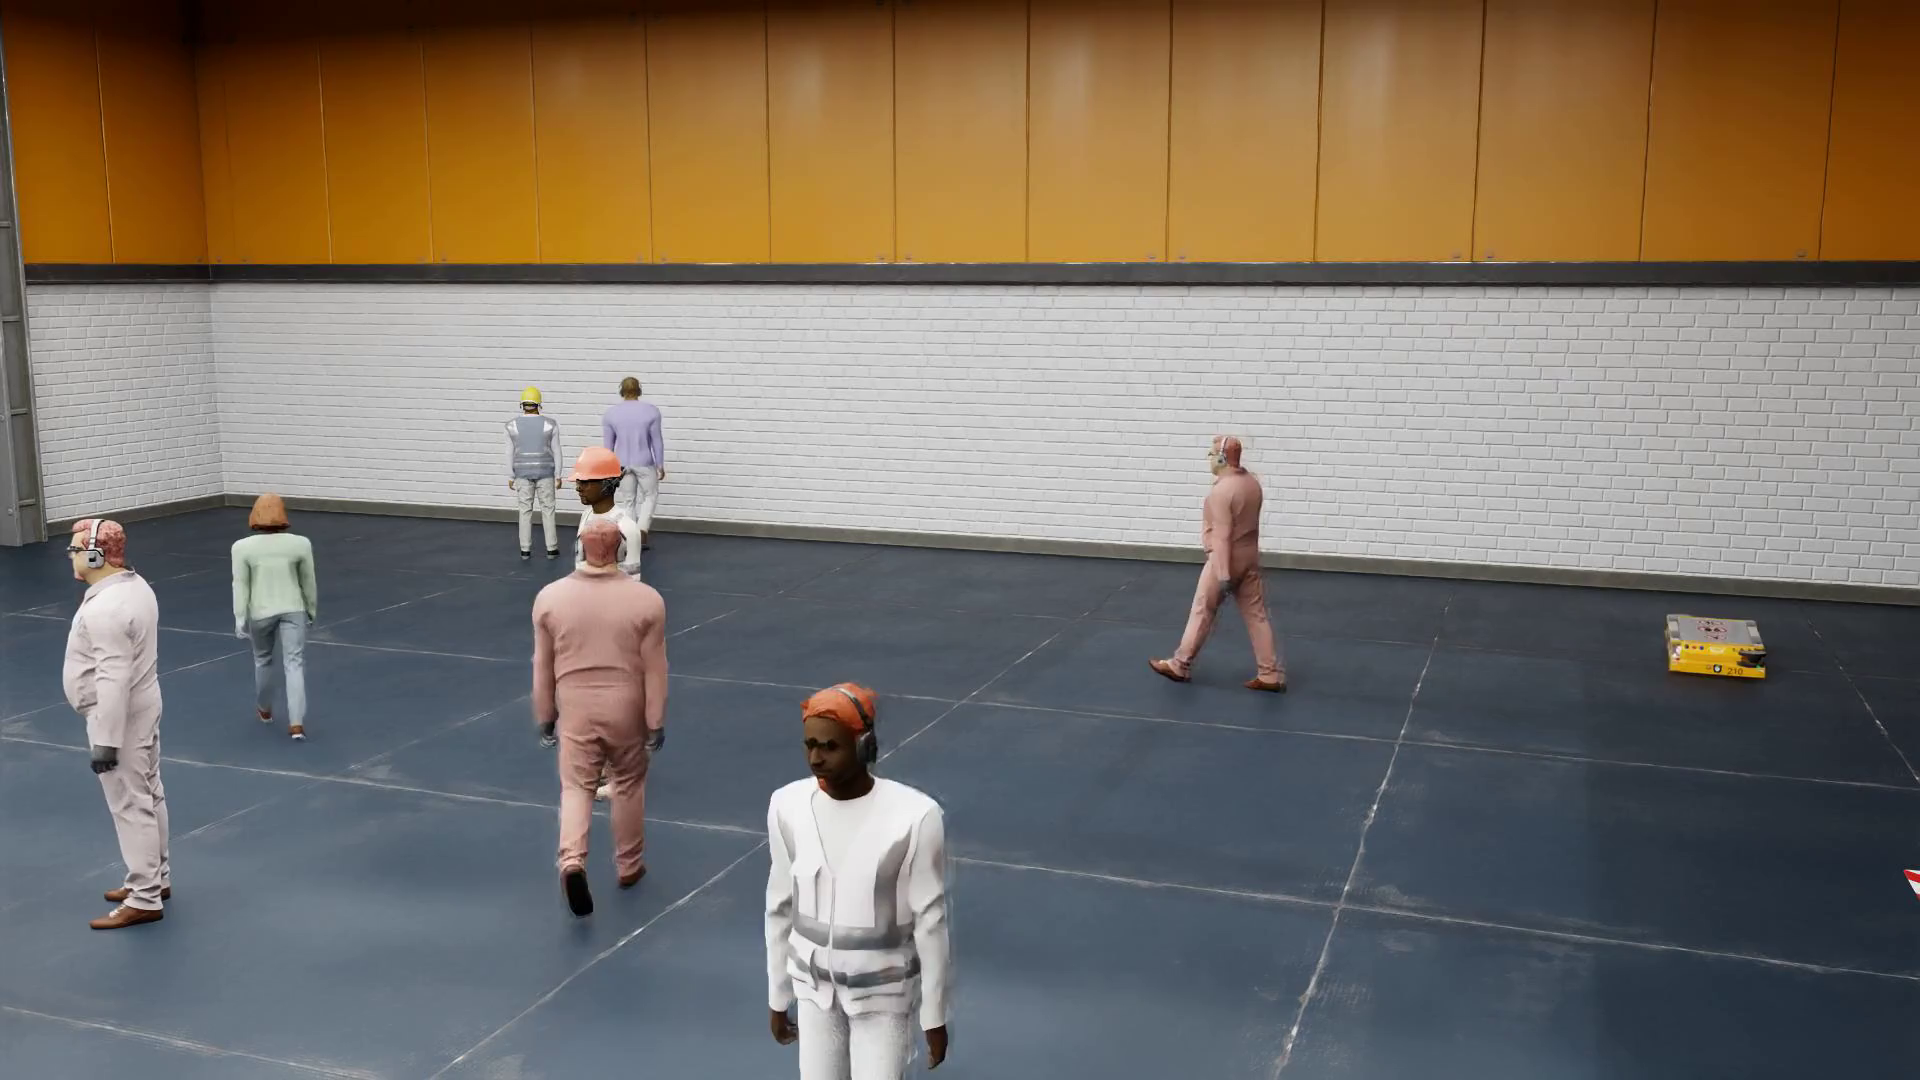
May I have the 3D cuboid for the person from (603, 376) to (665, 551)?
[{"bbox_3d":[-3.503,-0.798,17.858,0.654,1.929,0.461,0,9,1],"label":"person"}]

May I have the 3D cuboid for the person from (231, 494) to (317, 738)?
[{"bbox_3d":[-4.505,0.486,10.961,0.523,1.584,0.875,-5,10,-27],"label":"person"}]

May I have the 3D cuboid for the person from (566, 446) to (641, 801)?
[{"bbox_3d":[-2.061,0.476,9.609,0.371,2.044,0.608,-7,12,-38],"label":"person"}]

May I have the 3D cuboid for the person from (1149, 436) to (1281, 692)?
[{"bbox_3d":[1.914,0.168,12.110,1.001,1.855,0.647,8,12,39],"label":"person"}]

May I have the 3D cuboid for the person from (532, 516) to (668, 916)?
[{"bbox_3d":[-1.719,0.829,7.945,0.653,1.882,0.817,0,9,-2],"label":"person"}]

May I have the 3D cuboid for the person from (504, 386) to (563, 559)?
[{"bbox_3d":[-4.494,-0.705,17.584,0.588,1.833,0.404,-2,9,-9],"label":"person"}]

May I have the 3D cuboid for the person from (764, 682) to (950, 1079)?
[{"bbox_3d":[-0.307,1.328,4.865,0.599,1.864,0.454,4,10,24],"label":"person"}]

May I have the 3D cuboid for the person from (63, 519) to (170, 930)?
[{"bbox_3d":[-3.936,0.845,7.743,0.399,1.908,0.642,-2,9,-14],"label":"person"}]

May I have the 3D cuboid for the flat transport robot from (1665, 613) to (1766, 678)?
[{"bbox_3d":[5.894,0.810,13.015,0.652,0.197,1.431,4,10,21],"label":"flat transport robot"}]
